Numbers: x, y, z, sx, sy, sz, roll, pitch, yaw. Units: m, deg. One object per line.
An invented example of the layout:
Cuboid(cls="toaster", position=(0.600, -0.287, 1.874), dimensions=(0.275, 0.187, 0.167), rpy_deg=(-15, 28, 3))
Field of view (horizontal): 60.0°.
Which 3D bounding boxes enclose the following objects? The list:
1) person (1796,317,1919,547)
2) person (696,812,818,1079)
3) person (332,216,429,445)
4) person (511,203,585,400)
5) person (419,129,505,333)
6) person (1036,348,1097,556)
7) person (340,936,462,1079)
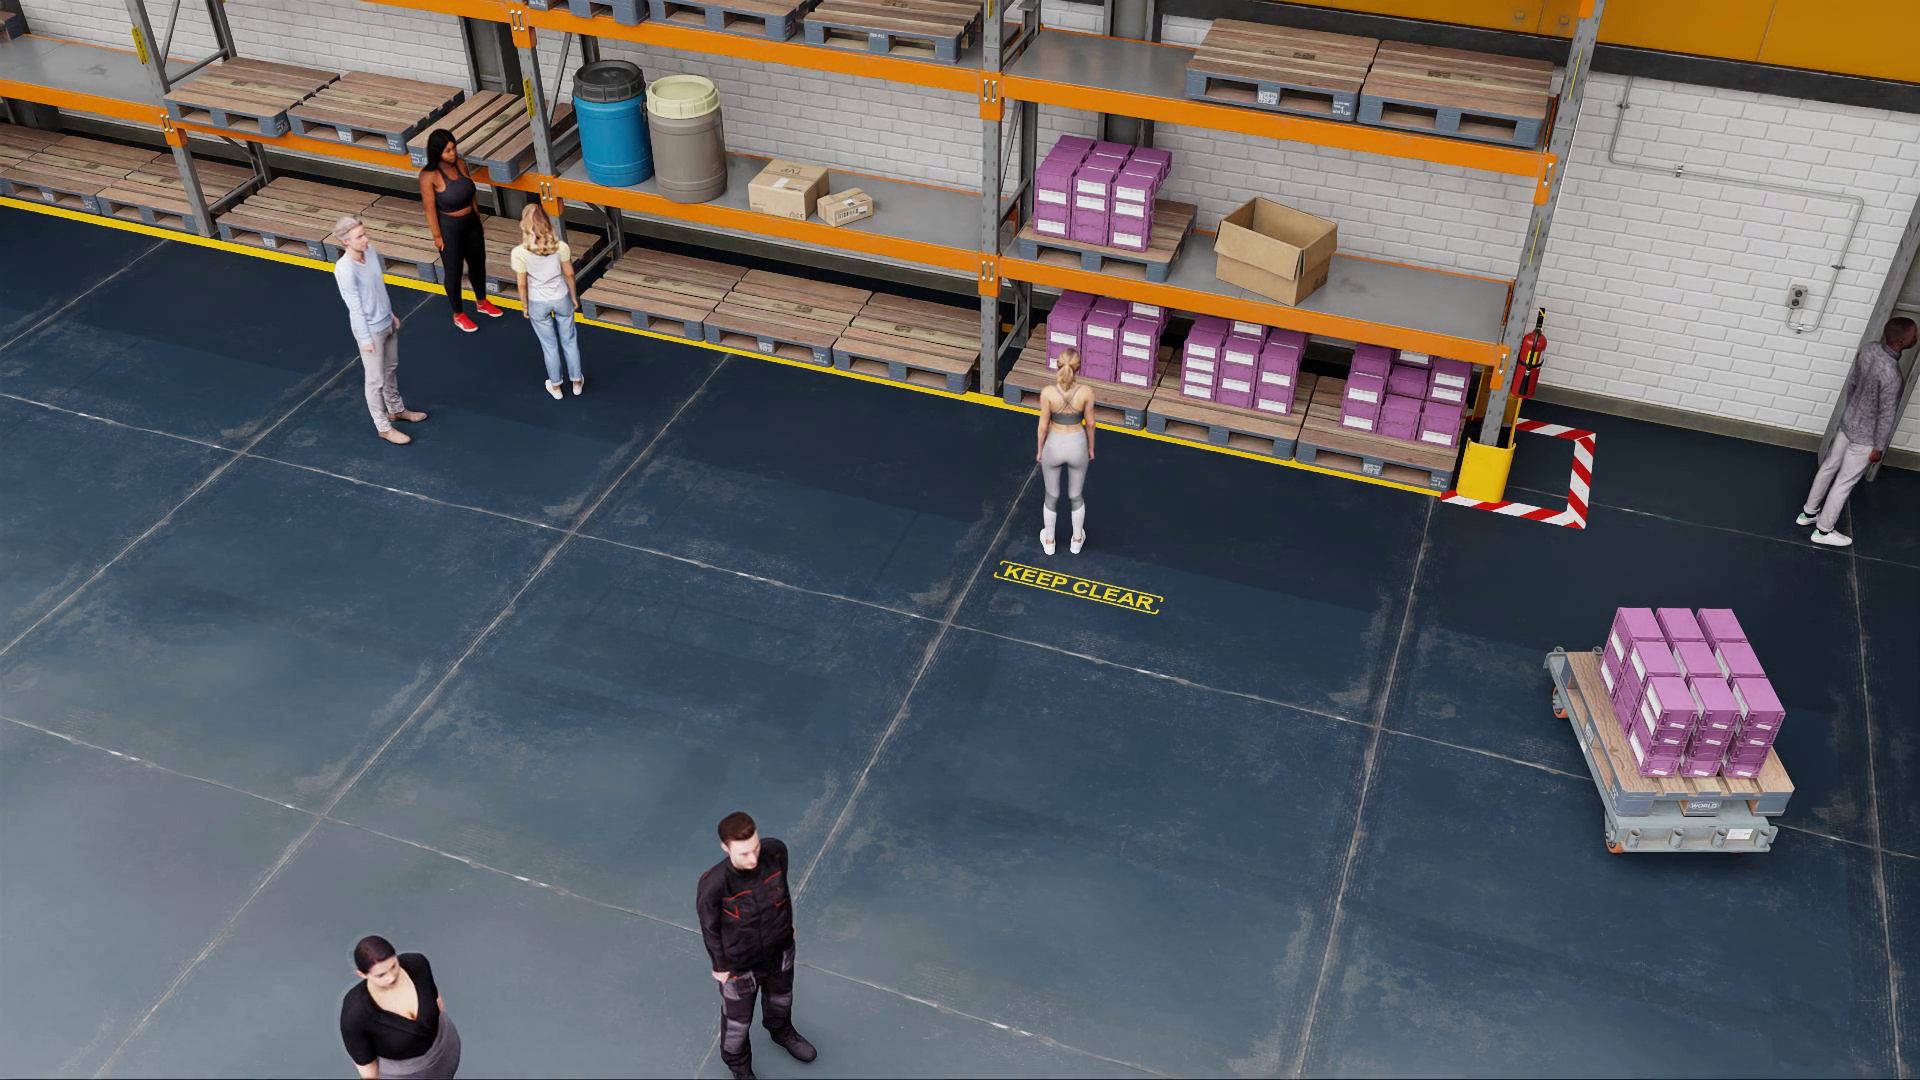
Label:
Cuboid(cls="person", position=(6.439, -0.796, 11.906), dimensions=(0.685, 1.839, 0.757), rpy_deg=(0, 39, 0))
Cuboid(cls="person", position=(-1.027, 2.038, 8.297), dimensions=(0.776, 1.914, 0.757), rpy_deg=(-31, 48, -33))
Cuboid(cls="person", position=(-4.565, -1.654, 12.936), dimensions=(0.637, 1.894, 0.689), rpy_deg=(6, 39, 8))
Cuboid(cls="person", position=(-3.298, -1.911, 13.394), dimensions=(0.699, 1.723, 0.767), rpy_deg=(-15, 41, -18))
Cuboid(cls="person", position=(-4.326, -2.688, 14.293), dimensions=(0.707, 1.815, 0.724), rpy_deg=(24, 45, 27))
Cuboid(cls="person", position=(0.747, -0.625, 11.799), dimensions=(0.584, 1.703, 0.701), rpy_deg=(0, 39, 0))
Cuboid(cls="person", position=(-2.624, 2.455, 7.899), dimensions=(0.705, 1.758, 0.729), rpy_deg=(23, 44, 26))
